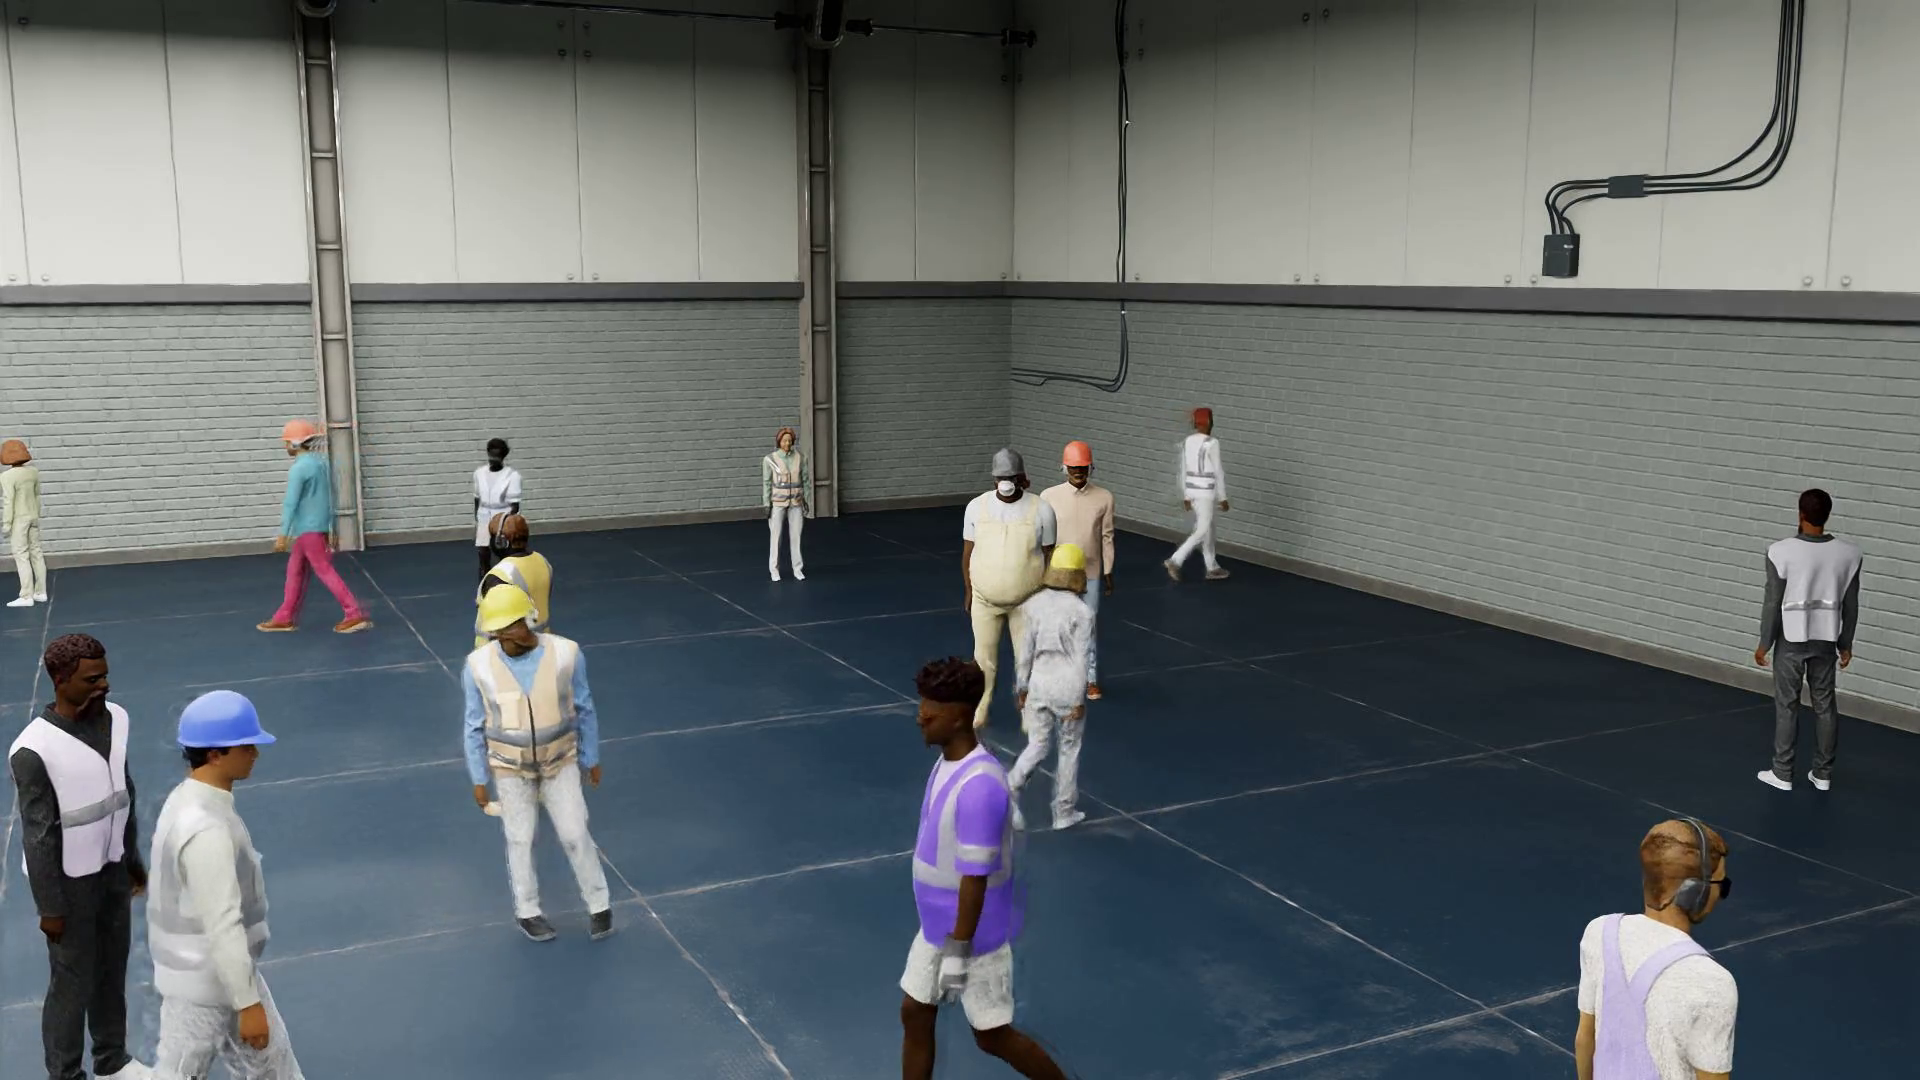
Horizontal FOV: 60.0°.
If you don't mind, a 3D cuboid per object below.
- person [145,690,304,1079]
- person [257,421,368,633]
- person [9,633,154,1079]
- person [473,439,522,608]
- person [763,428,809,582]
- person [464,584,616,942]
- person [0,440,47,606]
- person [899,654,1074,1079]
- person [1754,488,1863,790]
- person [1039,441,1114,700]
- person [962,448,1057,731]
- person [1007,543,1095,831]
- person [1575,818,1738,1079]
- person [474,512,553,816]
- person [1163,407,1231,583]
[{"bbox_3d":[-2.534,1.448,5.606,1.021,1.897,0.643,-4,10,-24],"label":"person"},{"bbox_3d":[-5.861,-0.105,14.996,1.016,1.945,0.623,-1,9,-5],"label":"person"},{"bbox_3d":[-3.415,1.295,6.472,0.392,1.911,0.584,1,9,5],"label":"person"},{"bbox_3d":[-4.516,-0.166,16.188,0.546,1.654,0.766,1,9,9],"label":"person"},{"bbox_3d":[-1.841,-0.374,17.597,0.509,1.629,0.316,-5,10,-26],"label":"person"},{"bbox_3d":[-2.043,1.090,8.100,0.702,1.802,0.470,-3,10,-17],"label":"person"},{"bbox_3d":[-9.200,-0.166,16.305,0.278,1.632,0.507,1,9,6],"label":"person"},{"bbox_3d":[0.075,1.359,6.007,0.922,1.937,0.615,-3,10,-16],"label":"person"},{"bbox_3d":[5.349,0.634,10.499,0.596,1.917,0.372,0,9,2],"label":"person"},{"bbox_3d":[0.883,0.236,12.717,0.608,1.995,0.377,-1,9,-6],"label":"person"},{"bbox_3d":[0.338,0.354,11.850,0.678,2.000,0.537,1,9,8],"label":"person"},{"bbox_3d":[0.504,0.881,9.661,0.495,1.707,0.676,7,11,36],"label":"person"},{"bbox_3d":[1.880,1.649,4.491,0.344,1.839,0.504,-4,10,-24],"label":"person"},{"bbox_3d":[-2.703,0.742,10.067,0.429,1.842,0.634,2,9,12],"label":"person"},{"bbox_3d":[2.512,-0.473,17.526,0.846,1.858,0.586,-4,10,-24],"label":"person"}]
